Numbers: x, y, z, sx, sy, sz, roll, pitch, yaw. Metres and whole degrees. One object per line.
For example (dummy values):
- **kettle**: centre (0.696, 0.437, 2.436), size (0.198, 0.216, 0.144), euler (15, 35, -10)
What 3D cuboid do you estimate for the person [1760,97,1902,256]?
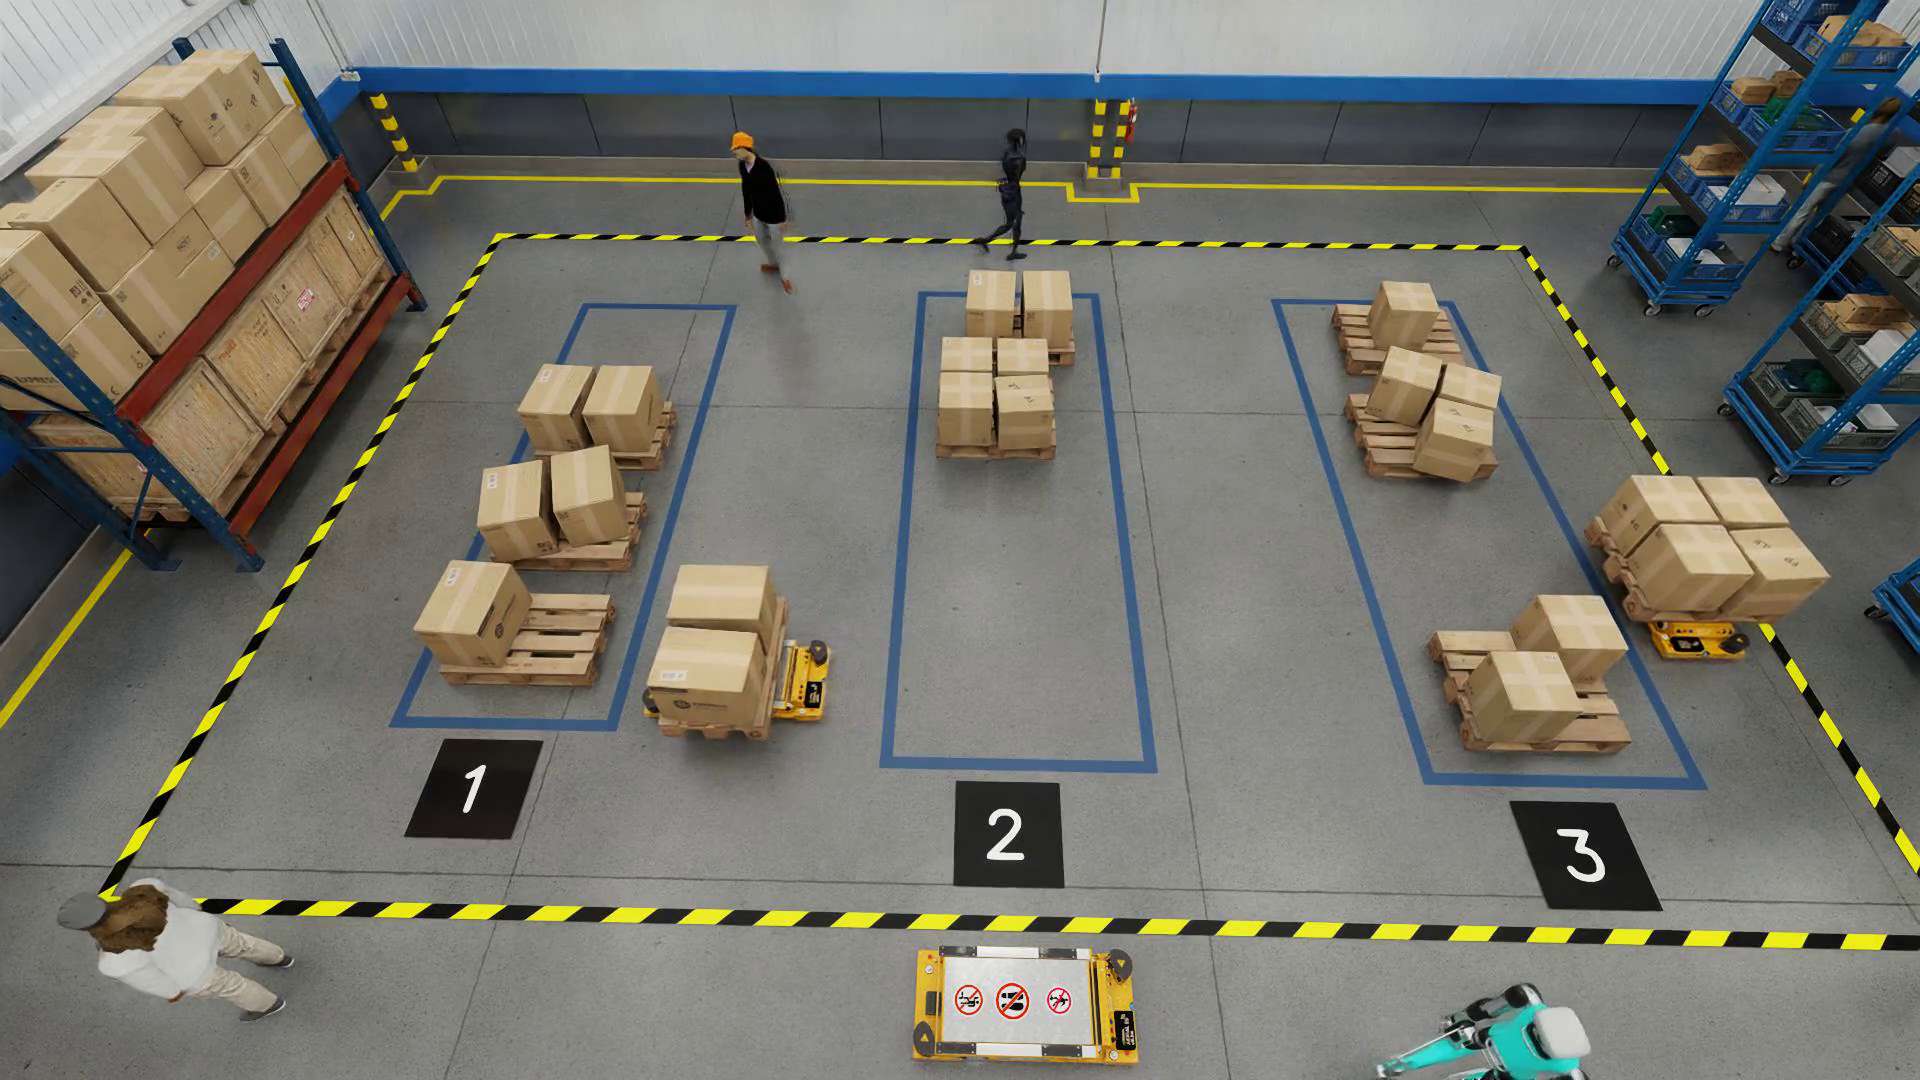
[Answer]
- **person**: centre (10.413, -4.281, 10.909), size (0.620, 1.932, 0.370), euler (3, 51, 2)

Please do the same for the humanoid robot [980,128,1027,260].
- **humanoid robot**: centre (0.556, -4.079, 10.904), size (0.513, 1.638, 0.609), euler (-8, 51, -6)

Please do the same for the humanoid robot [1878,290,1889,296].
- **humanoid robot**: centre (9.012, -2.064, 9.269), size (0.590, 1.647, 0.583), euler (-26, 55, -19)

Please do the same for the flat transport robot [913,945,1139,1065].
- **flat transport robot**: centre (0.422, 3.041, 6.007), size (1.431, 0.231, 0.659), euler (1, 51, 1)

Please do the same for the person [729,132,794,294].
- **person**: centre (-2.217, -3.730, 10.523), size (0.675, 1.836, 0.365), euler (35, 59, 25)

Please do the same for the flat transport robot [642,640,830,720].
- **flat transport robot**: centre (-1.826, 1.135, 7.542), size (1.431, 0.197, 0.652), euler (1, 51, 1)

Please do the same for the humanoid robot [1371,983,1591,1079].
- **humanoid robot**: centre (2.783, 2.970, 5.131), size (1.047, 1.746, 0.548), euler (-11, 52, -9)

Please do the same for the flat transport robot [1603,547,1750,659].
- **flat transport robot**: centre (6.301, 0.392, 8.148), size (0.652, 0.197, 1.431), euler (1, 51, 1)

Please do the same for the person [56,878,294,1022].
- **person**: centre (-4.646, 2.470, 5.504), size (0.397, 1.767, 0.572), euler (-9, 51, -7)
